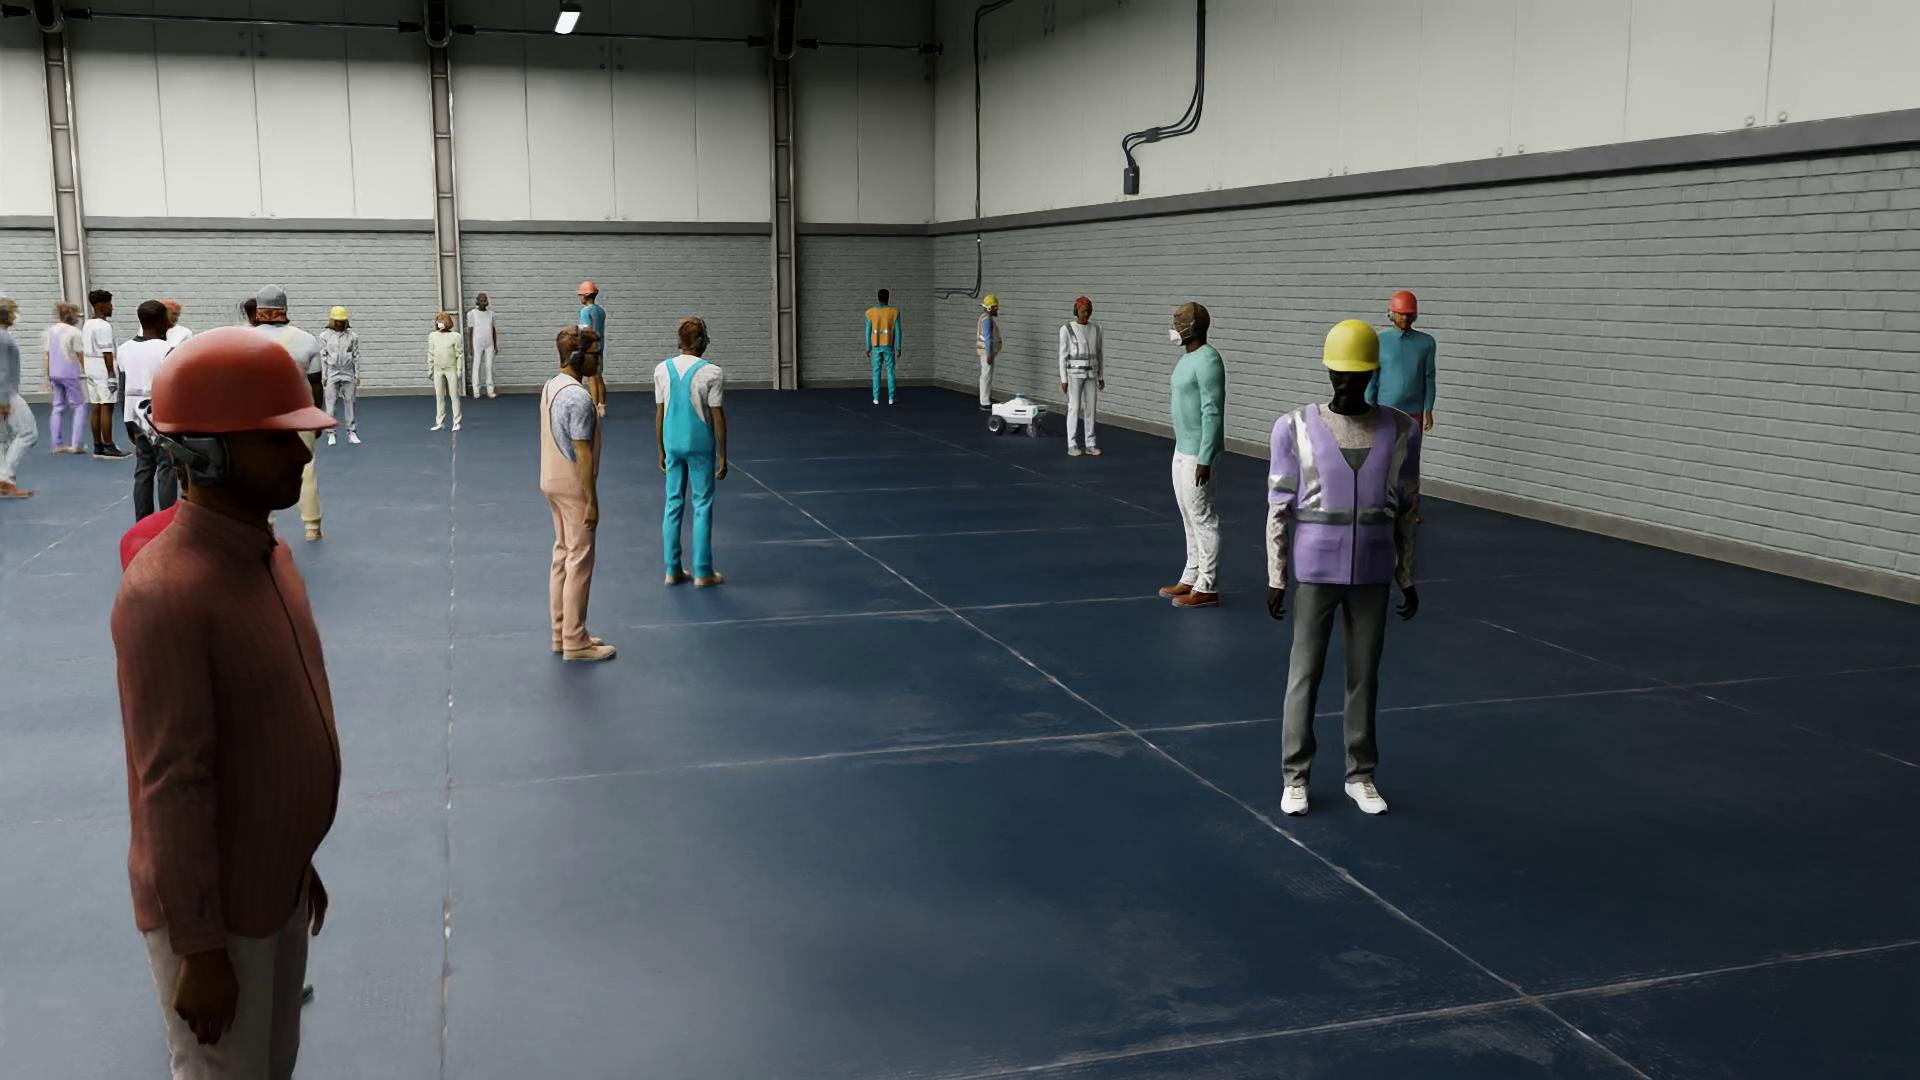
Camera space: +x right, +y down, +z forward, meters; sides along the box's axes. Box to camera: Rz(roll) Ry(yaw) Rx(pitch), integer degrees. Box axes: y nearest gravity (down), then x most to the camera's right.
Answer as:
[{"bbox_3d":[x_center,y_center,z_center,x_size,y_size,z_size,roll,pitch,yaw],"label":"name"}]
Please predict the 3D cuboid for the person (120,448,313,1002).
[{"bbox_3d":[-2.063,0.487,4.669,0.574,1.738,0.352,5,10,28],"label":"person"}]

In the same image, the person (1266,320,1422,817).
[{"bbox_3d":[1.484,0.116,6.431,0.595,1.923,0.373,0,9,-2],"label":"person"}]

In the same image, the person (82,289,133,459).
[{"bbox_3d":[-9.938,-1.920,19.288,0.608,1.966,0.372,8,12,43],"label":"person"}]

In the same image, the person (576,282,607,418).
[{"bbox_3d":[-5.534,-2.835,24.890,0.387,2.039,0.616,2,9,13],"label":"person"}]

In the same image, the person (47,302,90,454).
[{"bbox_3d":[-10.565,-1.904,19.727,0.515,1.820,0.424,4,10,22],"label":"person"}]

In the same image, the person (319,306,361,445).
[{"bbox_3d":[-7.818,-2.075,20.997,0.486,1.744,0.298,-6,11,-33],"label":"person"}]

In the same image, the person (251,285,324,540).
[{"bbox_3d":[-5.396,-0.996,13.160,0.680,2.000,0.537,-4,10,-26],"label":"person"}]

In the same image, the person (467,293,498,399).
[{"bbox_3d":[-8.333,-3.389,29.054,0.517,1.842,0.327,-6,11,-33],"label":"person"}]

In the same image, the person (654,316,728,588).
[{"bbox_3d":[-1.809,-0.587,11.221,0.514,1.835,0.355,3,9,16],"label":"person"}]

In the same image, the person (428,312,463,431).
[{"bbox_3d":[-7.070,-2.313,22.860,0.500,1.633,0.285,1,9,7],"label":"person"}]

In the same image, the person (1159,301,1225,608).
[{"bbox_3d":[1.493,-0.537,10.557,0.353,1.937,0.635,-1,9,-6],"label":"person"}]

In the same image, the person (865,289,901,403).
[{"bbox_3d":[-1.283,-3.242,27.879,0.597,1.916,0.371,1,9,4],"label":"person"}]

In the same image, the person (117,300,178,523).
[{"bbox_3d":[-6.282,-0.904,12.967,0.597,1.916,0.370,3,10,21],"label":"person"}]

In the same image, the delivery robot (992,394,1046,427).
[{"bbox_3d":[0.790,-1.700,22.080,0.707,0.478,0.477,6,11,34],"label":"delivery robot"}]

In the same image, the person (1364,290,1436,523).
[{"bbox_3d":[3.744,-1.122,14.163,0.607,1.987,0.399,0,9,-2],"label":"person"}]

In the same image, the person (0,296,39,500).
[{"bbox_3d":[-8.931,-1.323,15.625,0.437,1.919,0.641,-7,11,-36],"label":"person"}]

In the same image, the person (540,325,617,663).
[{"bbox_3d":[-2.089,-0.245,9.037,0.347,1.836,0.517,-6,11,-33],"label":"person"}]

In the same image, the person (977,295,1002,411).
[{"bbox_3d":[0.467,-2.972,26.428,0.404,1.832,0.592,0,9,-2],"label":"person"}]

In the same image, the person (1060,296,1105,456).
[{"bbox_3d":[1.440,-1.927,19.630,0.587,1.878,0.360,-5,10,-28],"label":"person"}]

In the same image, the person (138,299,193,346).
[{"bbox_3d":[-8.923,-1.778,18.727,0.602,1.871,0.391,-6,11,-32],"label":"person"}]

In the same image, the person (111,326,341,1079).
[{"bbox_3d":[-1.276,0.619,2.999,0.393,1.995,0.612,-1,9,-7],"label":"person"}]
